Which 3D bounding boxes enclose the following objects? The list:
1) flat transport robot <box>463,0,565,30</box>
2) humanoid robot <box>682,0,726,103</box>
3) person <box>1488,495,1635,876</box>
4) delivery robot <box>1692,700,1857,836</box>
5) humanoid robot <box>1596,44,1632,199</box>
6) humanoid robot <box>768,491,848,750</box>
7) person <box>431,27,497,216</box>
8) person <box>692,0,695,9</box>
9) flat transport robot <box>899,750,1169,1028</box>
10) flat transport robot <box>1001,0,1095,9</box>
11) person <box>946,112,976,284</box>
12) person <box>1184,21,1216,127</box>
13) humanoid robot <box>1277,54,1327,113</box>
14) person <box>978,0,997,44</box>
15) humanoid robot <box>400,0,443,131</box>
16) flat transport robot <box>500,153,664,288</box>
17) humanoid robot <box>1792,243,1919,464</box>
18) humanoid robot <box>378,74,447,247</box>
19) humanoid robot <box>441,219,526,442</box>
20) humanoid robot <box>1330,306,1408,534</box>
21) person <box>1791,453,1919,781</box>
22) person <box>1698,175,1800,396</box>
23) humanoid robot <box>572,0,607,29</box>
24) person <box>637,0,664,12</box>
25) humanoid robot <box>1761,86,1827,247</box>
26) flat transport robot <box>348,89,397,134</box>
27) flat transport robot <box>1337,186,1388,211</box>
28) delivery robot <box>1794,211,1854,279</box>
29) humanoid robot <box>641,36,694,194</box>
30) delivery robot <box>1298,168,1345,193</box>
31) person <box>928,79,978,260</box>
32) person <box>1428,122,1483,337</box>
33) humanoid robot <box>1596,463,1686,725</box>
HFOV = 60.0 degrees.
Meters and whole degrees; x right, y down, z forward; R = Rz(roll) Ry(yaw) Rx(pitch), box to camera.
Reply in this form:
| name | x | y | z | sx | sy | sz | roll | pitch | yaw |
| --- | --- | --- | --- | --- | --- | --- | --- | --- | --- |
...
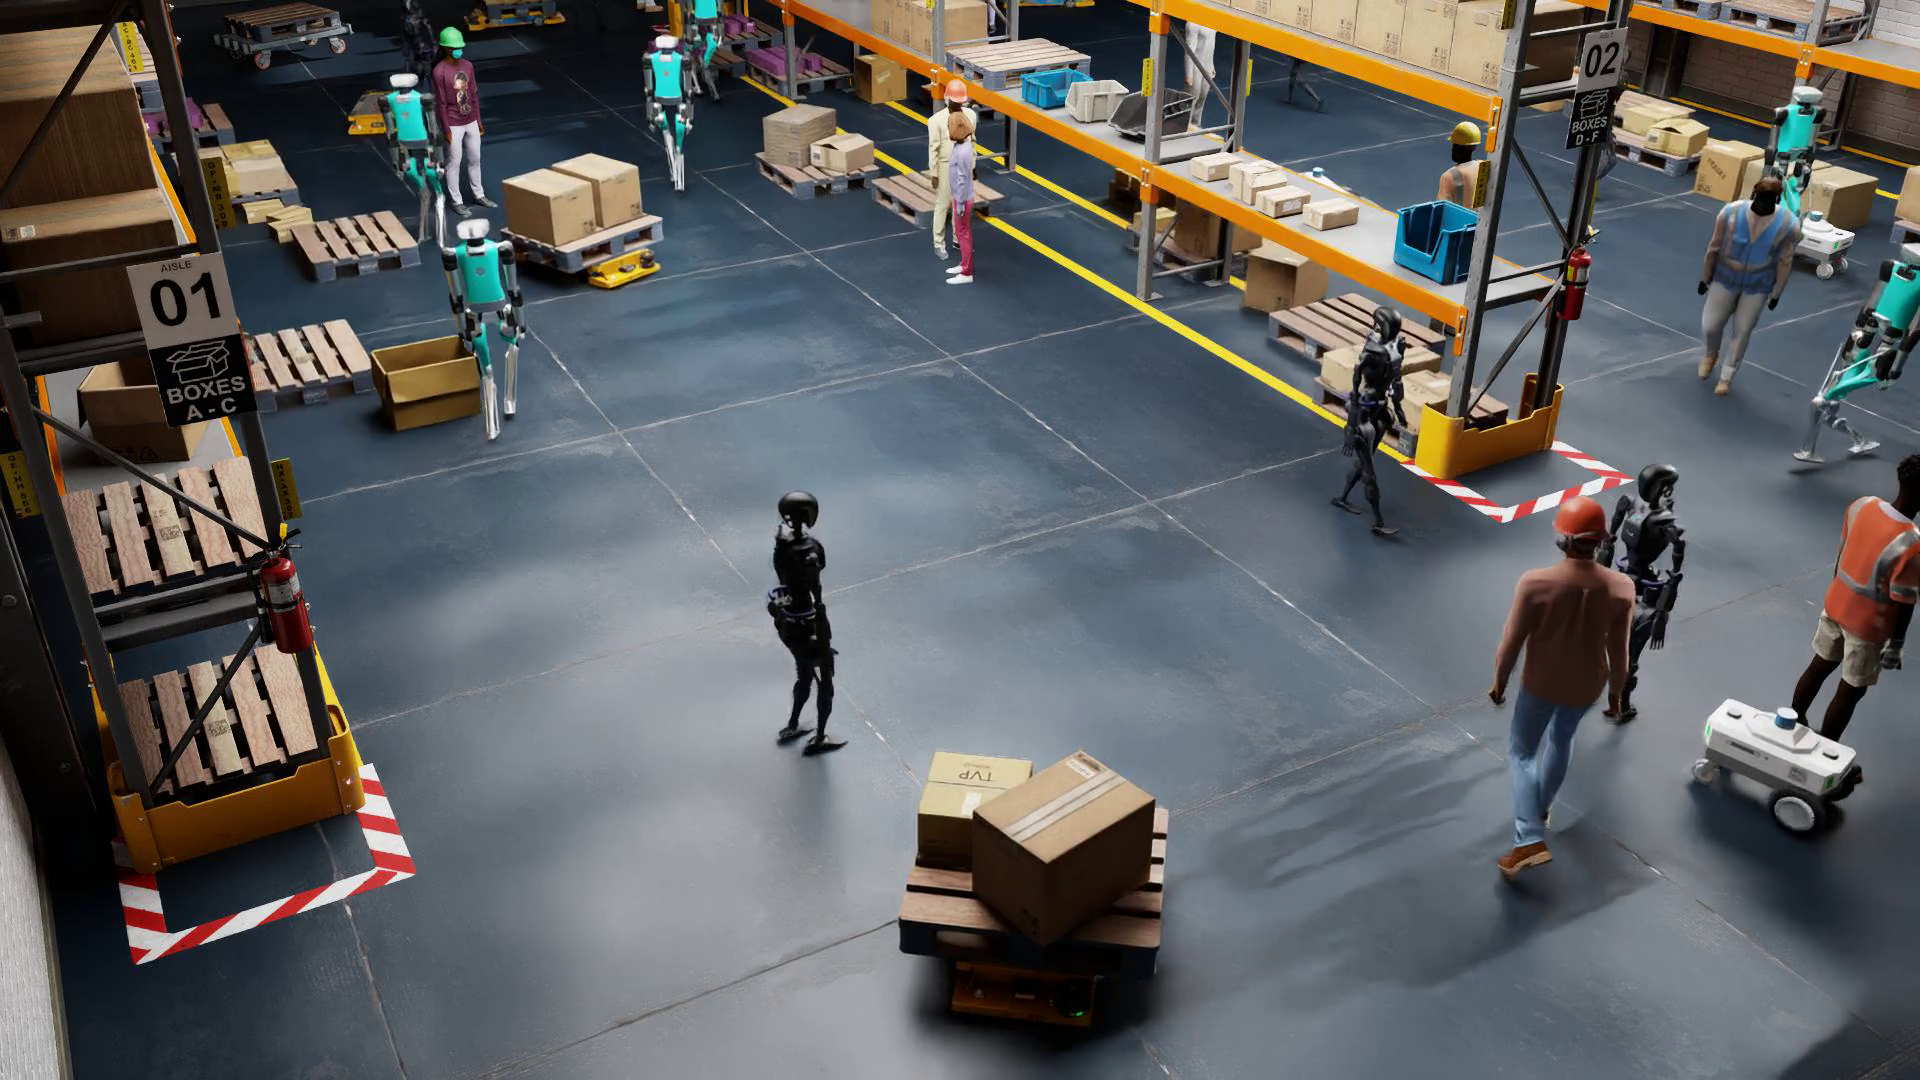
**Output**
| name | x | y | z | sx | sy | sz | roll | pitch | yaw |
| --- | --- | --- | --- | --- | --- | --- | --- | --- | --- |
| flat transport robot | -6.777 | -7.950 | 25.249 | 1.431 | 0.231 | 0.659 | -12 | 32 | -19 |
| humanoid robot | -3.288 | -6.437 | 21.163 | 0.557 | 1.743 | 1.037 | -14 | 33 | -23 |
| person | 3.054 | 0.768 | 8.394 | 0.660 | 1.952 | 0.825 | 1 | 30 | 1 |
| delivery robot | 4.435 | 1.180 | 9.059 | 0.765 | 0.586 | 0.499 | 26 | 39 | 38 |
| humanoid robot | 6.925 | -4.488 | 17.811 | 0.387 | 1.651 | 0.609 | 9 | 31 | 15 |
| humanoid robot | -0.832 | 0.449 | 9.223 | 0.435 | 1.655 | 0.608 | -15 | 33 | -24 |
| person | -5.203 | -4.367 | 17.339 | 0.436 | 1.942 | 0.487 | 21 | 36 | 32 |
| person | -4.165 | -9.109 | 25.790 | 0.366 | 1.740 | 0.562 | 9 | 31 | 15 |
| flat transport robot | 0.394 | 1.808 | 8.263 | 0.659 | 0.231 | 1.431 | 5 | 30 | 8 |
| flat transport robot | 1.386 | -8.627 | 26.427 | 1.431 | 0.231 | 0.659 | -2 | 30 | -4 |
| person | 0.007 | -3.219 | 15.653 | 0.277 | 1.628 | 0.503 | -1 | 30 | -1 |
| person | 2.794 | -5.493 | 19.341 | 0.375 | 1.894 | 0.573 | 22 | 36 | 33 |
| humanoid robot | 4.364 | -6.231 | 20.889 | 0.739 | 1.642 | 0.608 | 21 | 36 | 32 |
| person | 0.186 | -6.750 | 21.512 | 0.650 | 1.913 | 0.413 | 16 | 34 | 26 |
| humanoid robot | -6.455 | -5.803 | 20.106 | 0.615 | 1.646 | 0.470 | 18 | 34 | 28 |
| flat transport robot | -3.660 | -2.776 | 16.241 | 1.431 | 0.231 | 0.659 | 22 | 36 | 33 |
| humanoid robot | 6.559 | -1.306 | 12.260 | 1.019 | 1.734 | 0.551 | -8 | 31 | -14 |
| humanoid robot | -5.330 | -3.787 | 16.529 | 0.531 | 1.794 | 0.707 | -1 | 30 | -1 |
| humanoid robot | -3.629 | -1.680 | 12.867 | 0.544 | 1.772 | 0.907 | -7 | 31 | -12 |
| humanoid robot | 2.916 | -0.842 | 11.486 | 0.613 | 1.635 | 0.694 | -24 | 38 | -35 |
| person | 4.911 | 0.410 | 9.010 | 0.394 | 1.956 | 0.605 | -3 | 30 | -5 |
| person | 6.310 | -2.051 | 13.413 | 0.651 | 1.829 | 0.458 | 14 | 33 | 23 |
| humanoid robot | -5.623 | -8.454 | 24.724 | 0.596 | 1.638 | 0.372 | -10 | 31 | -16 |
| person | -4.908 | -9.152 | 25.763 | 0.429 | 1.840 | 0.633 | -20 | 35 | -30 |
| humanoid robot | 7.912 | -3.344 | 15.723 | 0.531 | 1.767 | 0.656 | -7 | 31 | -12 |
| flat transport robot | -7.155 | -5.321 | 20.672 | 0.659 | 0.231 | 1.431 | -4 | 30 | -7 |
| flat transport robot | 3.975 | -3.410 | 17.345 | 0.659 | 0.231 | 1.431 | -9 | 31 | -15 |
| delivery robot | 8.242 | -2.895 | 16.175 | 0.499 | 0.607 | 0.808 | -20 | 36 | -31 |
| humanoid robot | -3.099 | -4.605 | 17.960 | 0.549 | 1.742 | 1.015 | -1 | 30 | -1 |
| delivery robot | 3.697 | -3.580 | 17.369 | 0.499 | 0.610 | 0.811 | -10 | 31 | -17 |
| person | -0.047 | -3.625 | 16.231 | 0.569 | 1.747 | 0.339 | -21 | 36 | -32 |
| person | 4.247 | -2.645 | 14.350 | 0.591 | 1.926 | 0.363 | -22 | 37 | -33 |
| humanoid robot | 3.829 | 0.324 | 9.436 | 0.322 | 1.661 | 0.598 | -12 | 32 | -19 |
